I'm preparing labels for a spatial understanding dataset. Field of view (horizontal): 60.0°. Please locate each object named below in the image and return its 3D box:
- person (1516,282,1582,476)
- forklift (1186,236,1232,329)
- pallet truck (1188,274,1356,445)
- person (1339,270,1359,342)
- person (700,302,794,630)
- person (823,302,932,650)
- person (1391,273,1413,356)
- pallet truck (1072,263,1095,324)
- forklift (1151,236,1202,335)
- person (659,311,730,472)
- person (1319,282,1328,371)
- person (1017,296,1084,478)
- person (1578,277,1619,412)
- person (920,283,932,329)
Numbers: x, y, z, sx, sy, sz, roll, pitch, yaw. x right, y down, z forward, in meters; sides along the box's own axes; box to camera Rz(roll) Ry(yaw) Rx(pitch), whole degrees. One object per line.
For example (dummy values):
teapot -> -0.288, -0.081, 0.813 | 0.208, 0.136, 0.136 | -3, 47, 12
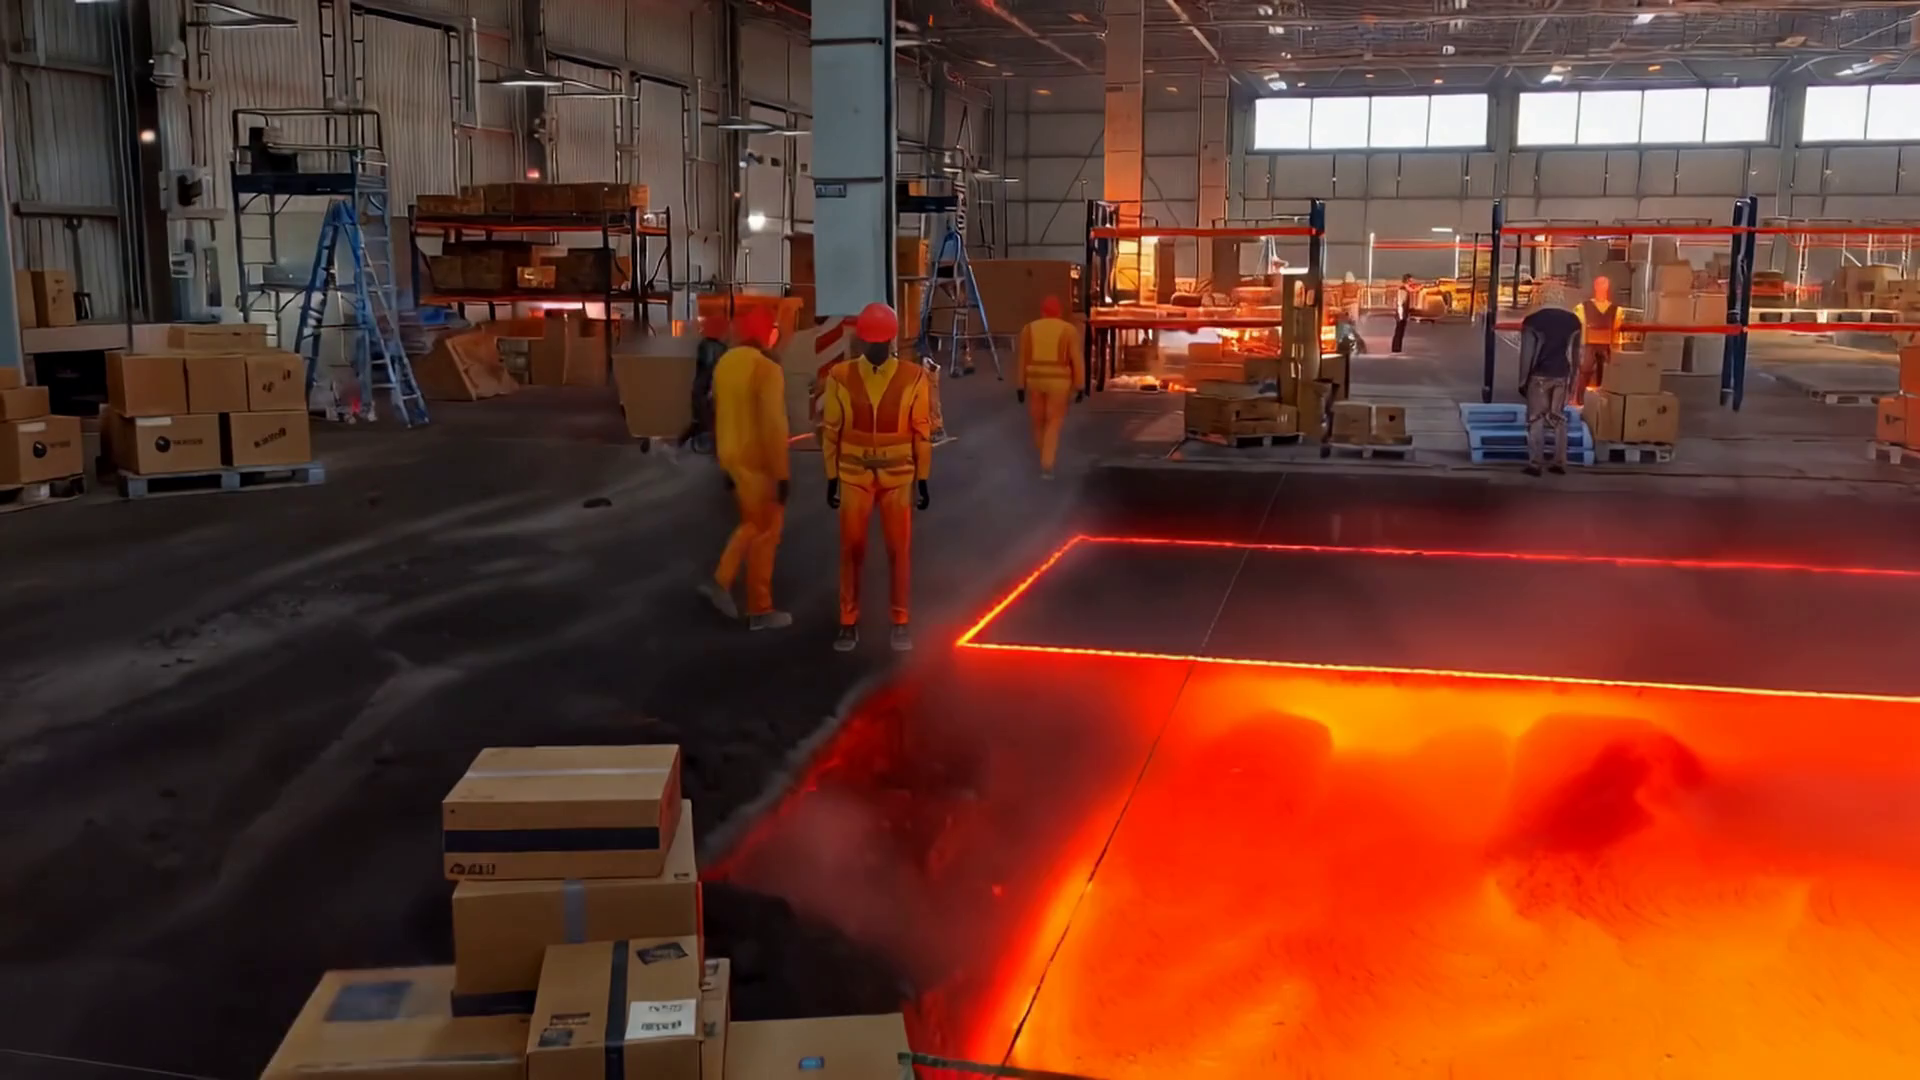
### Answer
person -> 5.852, -1.596, 16.588 | 0.627, 1.934, 0.372 | -2, 10, -10
forklift -> 7.919, -7.851, 50.628 | 1.873, 2.768, 1.129 | -2, 10, -13
pallet truck -> 3.653, -2.138, 19.590 | 1.885, 1.965, 0.823 | -4, 10, -20
person -> 10.077, -6.020, 42.862 | 0.614, 1.848, 0.905 | -2, 10, -13
person -> -1.200, -0.419, 9.678 | 0.482, 1.920, 0.652 | -7, 12, -37
person -> -0.457, -0.346, 9.217 | 0.605, 1.937, 0.412 | 0, 10, 1
person -> 9.809, -4.978, 36.823 | 0.366, 1.833, 0.520 | 7, 12, 34
pallet truck -> 4.325, -8.180, 55.162 | 0.823, 1.965, 1.885 | 6, 11, 31
forklift -> 5.866, -7.214, 46.878 | 1.873, 2.768, 1.129 | 2, 10, 14
person -> -2.613, -1.464, 16.665 | 0.757, 1.656, 0.538 | -5, 11, -29
person -> 6.878, -4.110, 31.982 | 0.486, 1.738, 0.321 | -4, 11, -25
person -> 0.924, -1.541, 16.695 | 0.648, 1.786, 0.967 | 3, 10, 18
person -> 8.959, -2.742, 23.421 | 0.584, 1.911, 0.390 | -1, 10, -4
person -> -0.943, -7.357, 50.530 | 0.544, 1.929, 0.385 | -4, 10, -23
